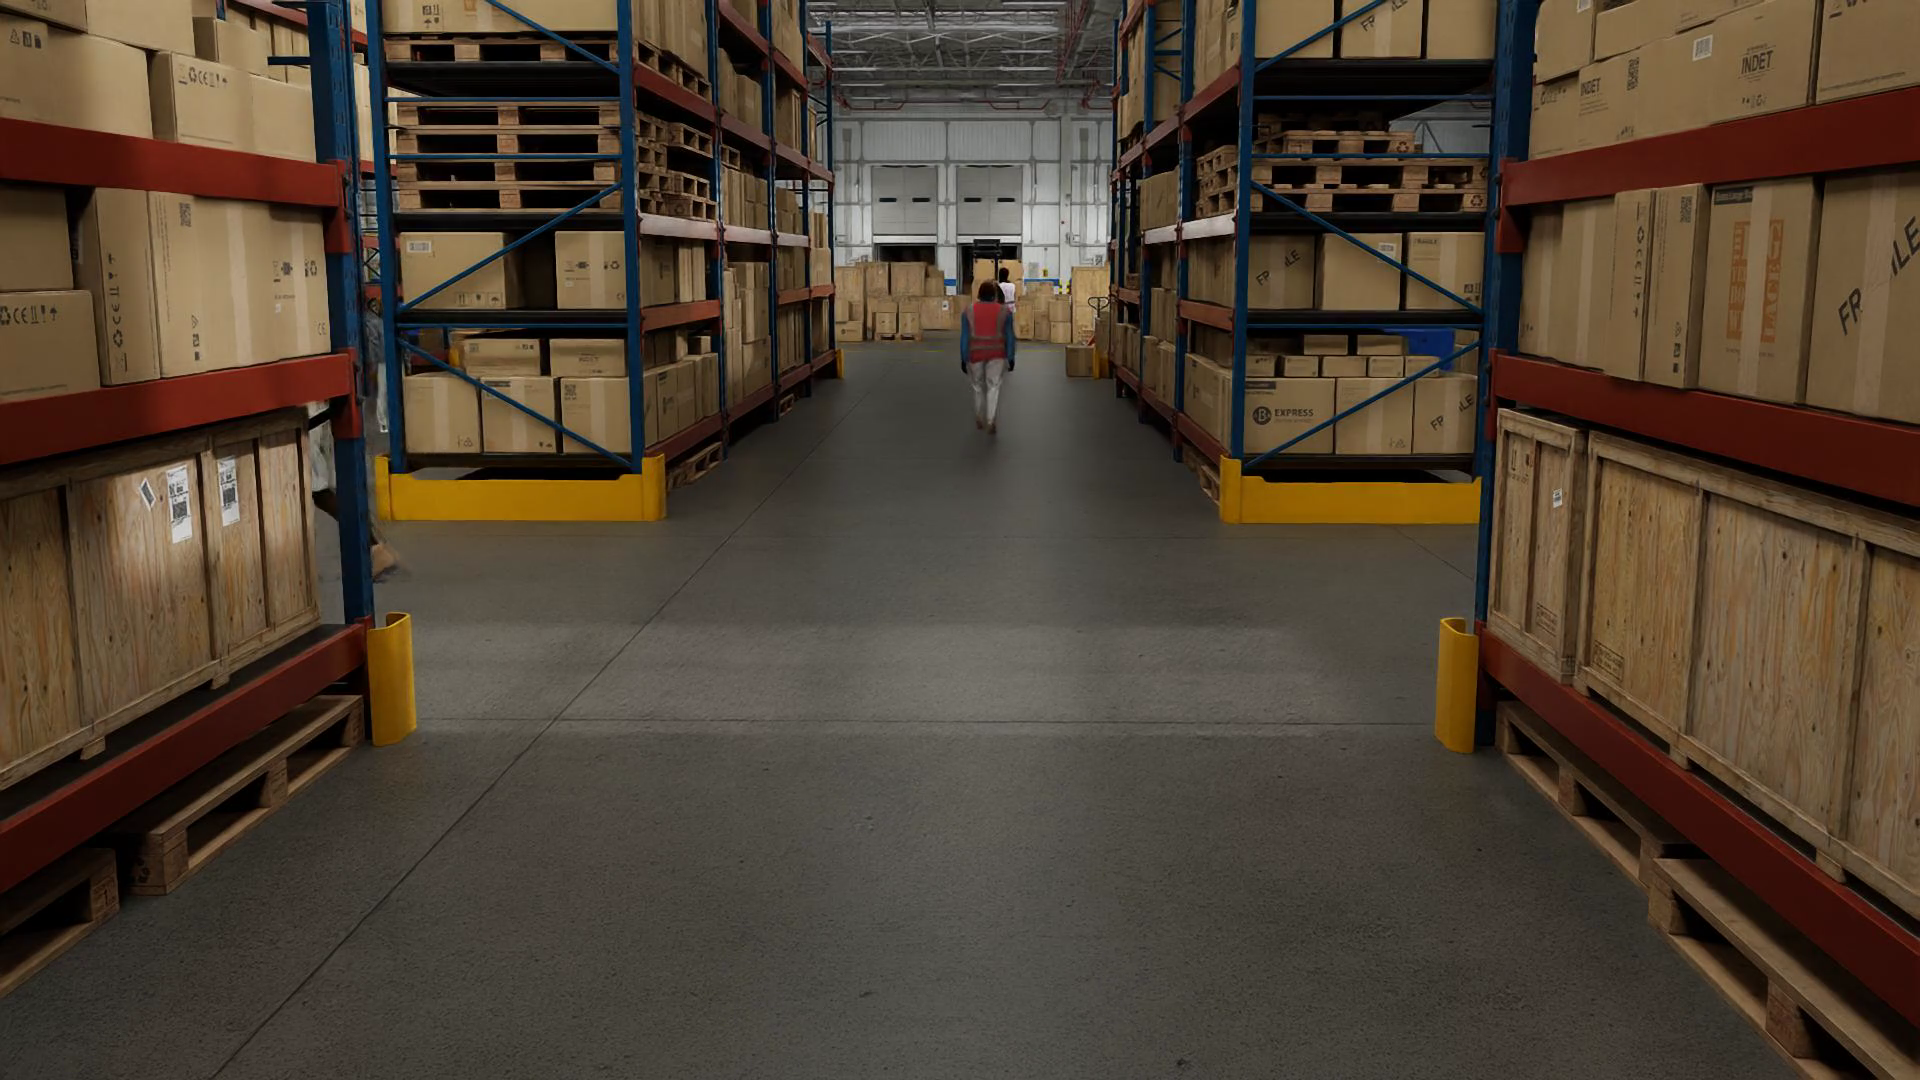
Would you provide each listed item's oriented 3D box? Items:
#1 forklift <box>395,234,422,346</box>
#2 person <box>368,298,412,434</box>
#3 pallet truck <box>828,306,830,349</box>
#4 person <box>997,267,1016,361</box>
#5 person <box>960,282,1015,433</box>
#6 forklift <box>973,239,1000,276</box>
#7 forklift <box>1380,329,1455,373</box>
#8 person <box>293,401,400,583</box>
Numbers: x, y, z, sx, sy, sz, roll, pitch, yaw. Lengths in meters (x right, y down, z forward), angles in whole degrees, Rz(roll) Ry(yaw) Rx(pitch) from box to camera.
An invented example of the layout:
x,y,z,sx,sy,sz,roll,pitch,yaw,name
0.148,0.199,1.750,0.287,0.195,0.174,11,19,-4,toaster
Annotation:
x,y,z,sx,sy,sz,roll,pitch,yaw,name
-13.099,-6.051,39.805,1.129,2.768,1.873,0,9,1,forklift
-6.763,-2.084,19.775,0.501,1.633,0.279,-9,13,-43,person
-3.100,-3.940,29.800,1.885,1.965,0.823,3,10,19,pallet truck
0.950,-4.663,34.371,0.389,1.918,0.590,5,11,29,person
0.329,-2.186,19.939,0.640,1.801,0.978,1,10,4,person
0.932,-9.093,58.027,1.129,2.768,1.873,0,9,1,forklift
6.519,-3.464,24.312,1.129,2.768,1.873,0,9,1,forklift
-4.046,-0.659,10.264,1.070,1.983,0.597,-4,10,-20,person
